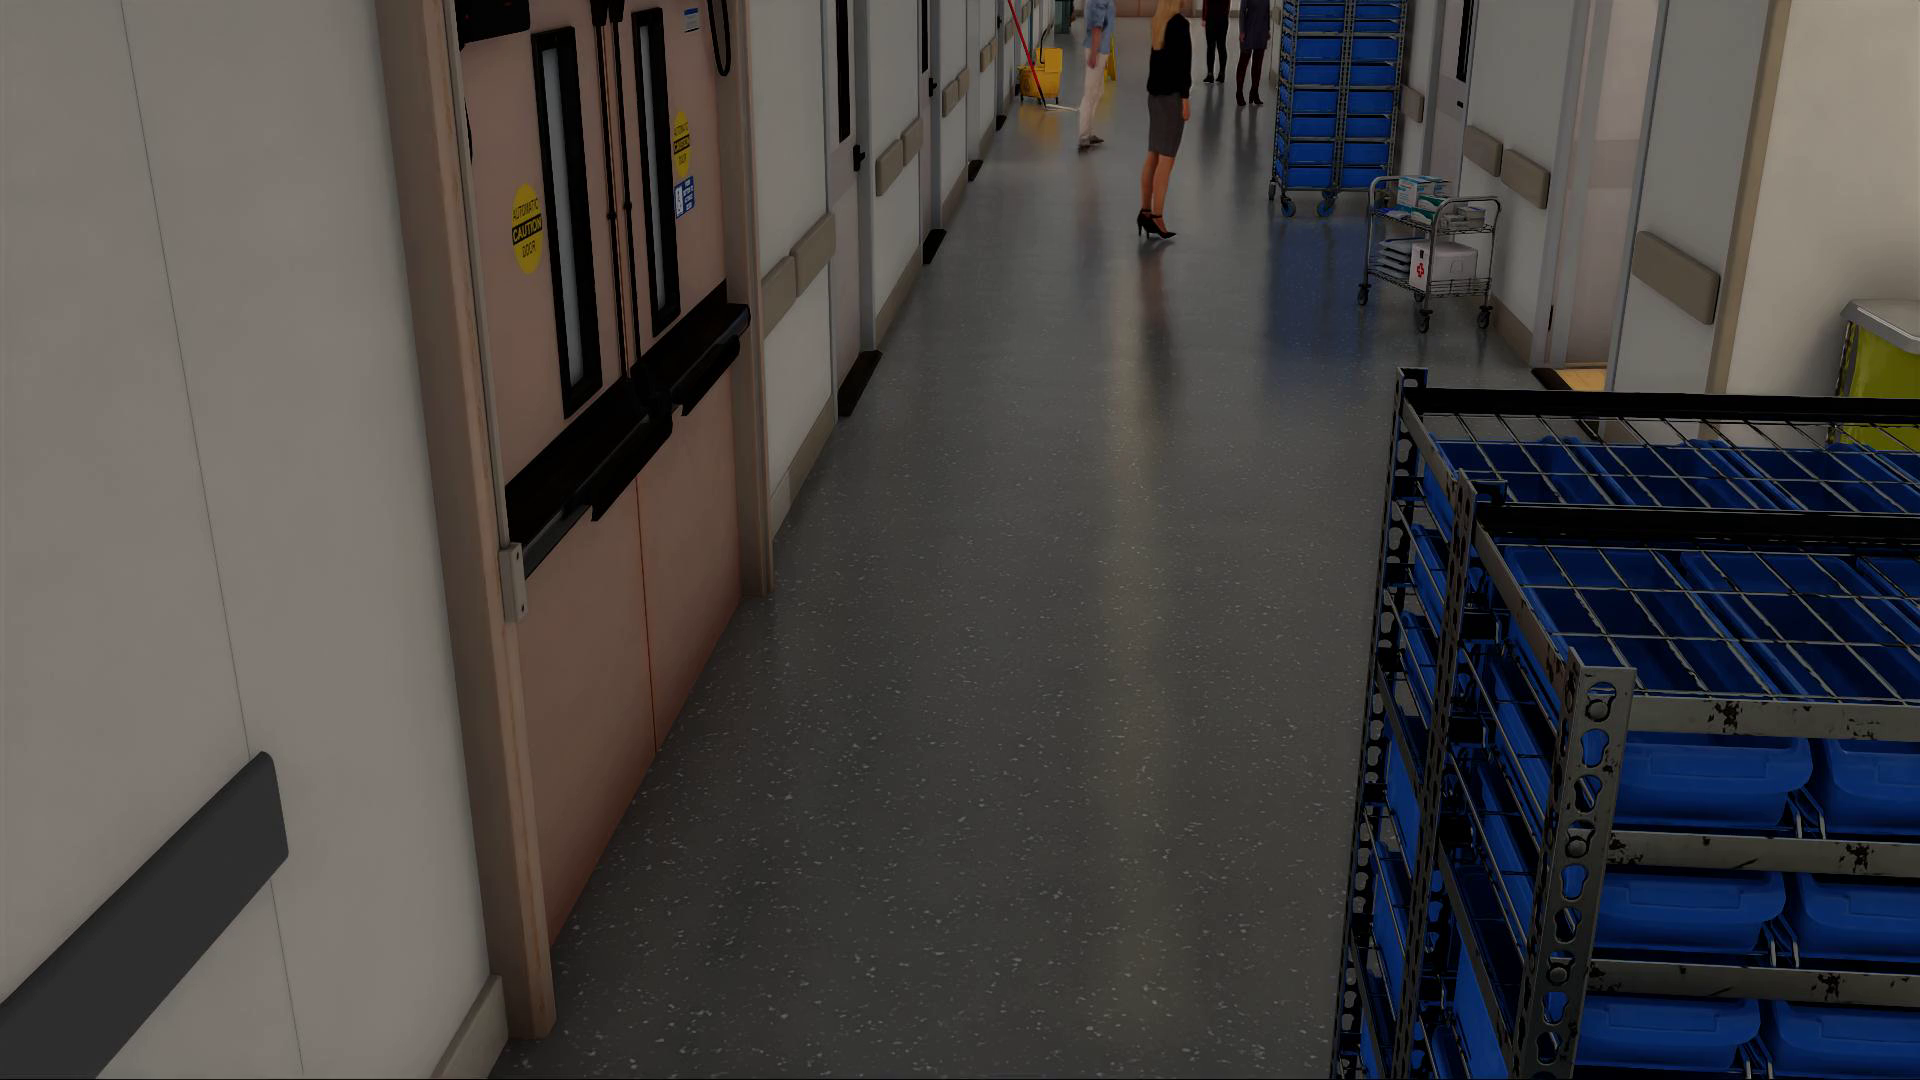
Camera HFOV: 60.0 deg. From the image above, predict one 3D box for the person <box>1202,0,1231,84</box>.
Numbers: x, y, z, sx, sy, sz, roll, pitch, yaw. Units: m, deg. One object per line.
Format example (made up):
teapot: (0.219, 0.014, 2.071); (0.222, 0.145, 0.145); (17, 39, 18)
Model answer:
person: (3.540, -7.141, 22.862); (0.658, 1.651, 0.668); (-9, 23, -23)

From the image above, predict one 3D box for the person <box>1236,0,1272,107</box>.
person: (3.581, -6.182, 20.249); (0.665, 1.710, 0.663); (-9, 22, -22)

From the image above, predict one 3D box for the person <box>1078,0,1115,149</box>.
person: (1.315, -4.841, 16.542); (0.907, 1.828, 0.488); (5, 21, 13)

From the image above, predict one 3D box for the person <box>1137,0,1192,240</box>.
person: (1.466, -3.090, 11.905); (0.746, 1.836, 0.646); (-9, 22, -22)
